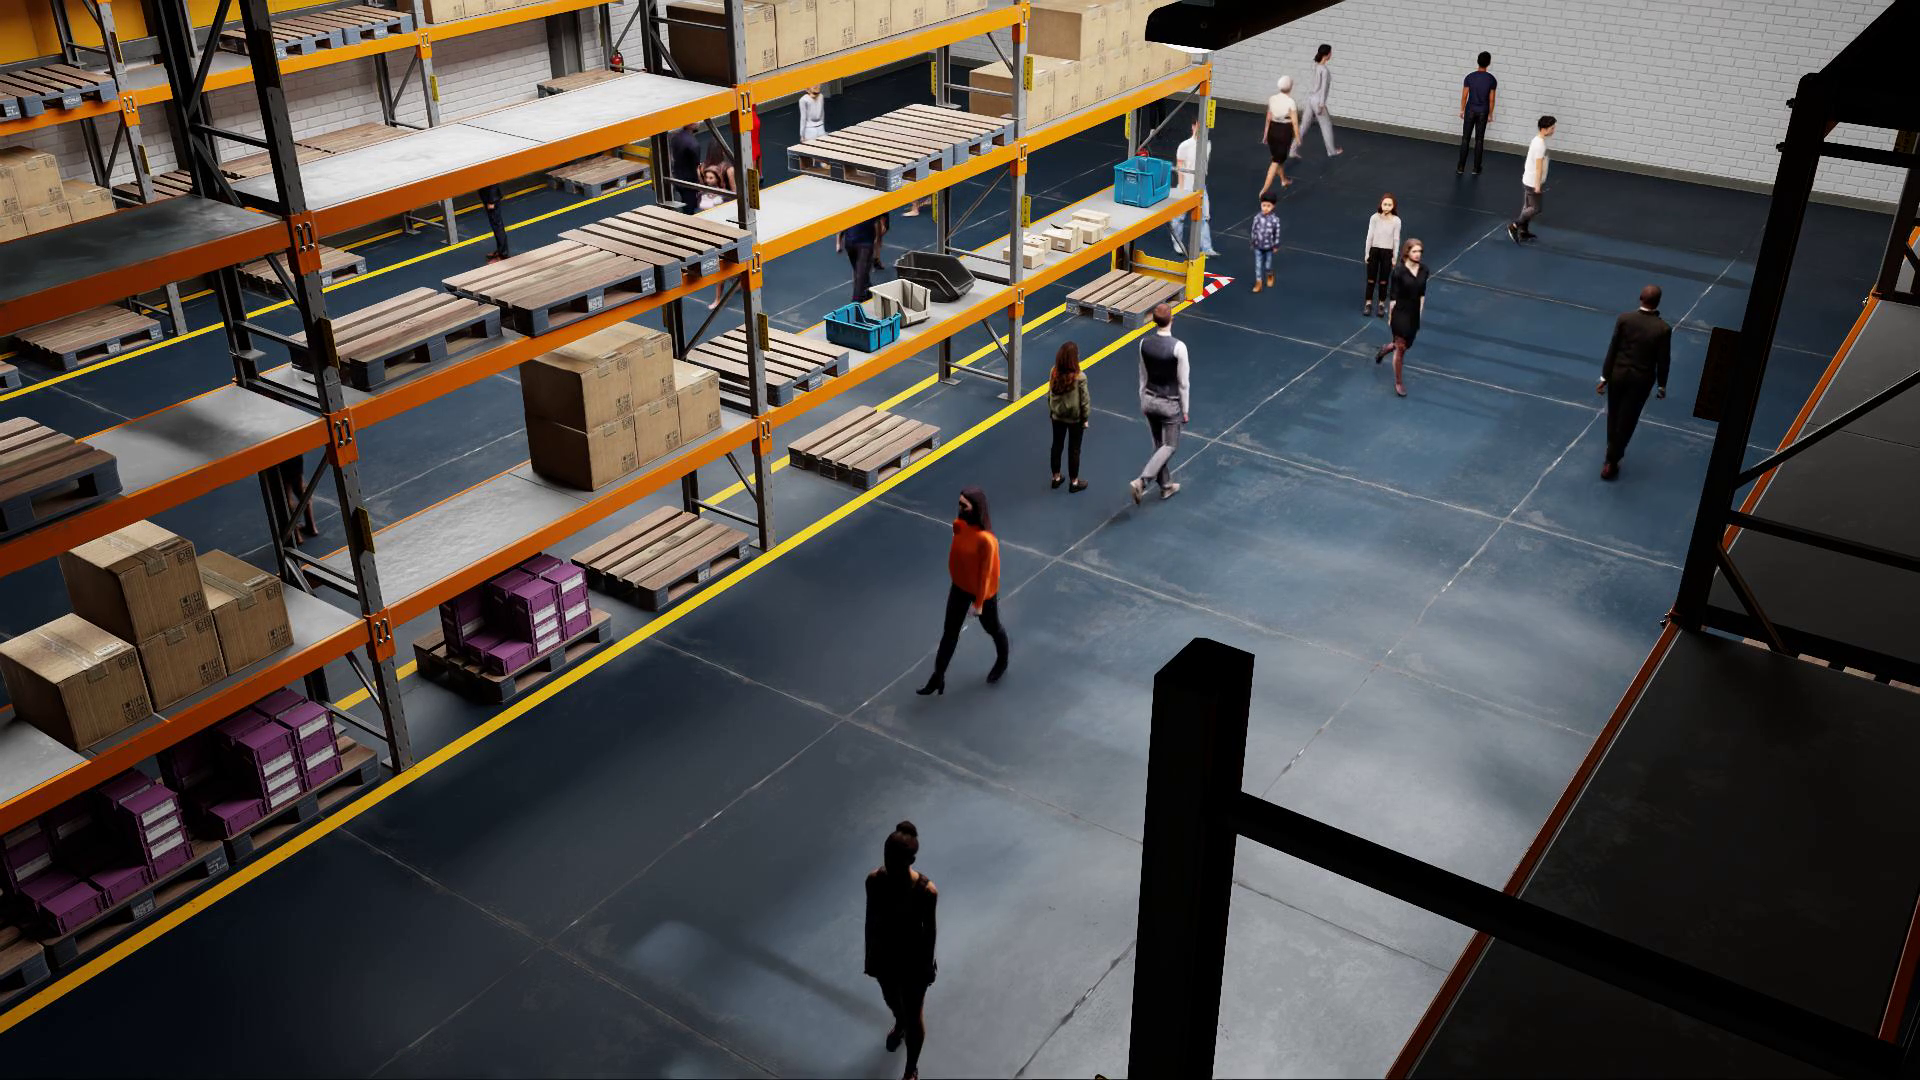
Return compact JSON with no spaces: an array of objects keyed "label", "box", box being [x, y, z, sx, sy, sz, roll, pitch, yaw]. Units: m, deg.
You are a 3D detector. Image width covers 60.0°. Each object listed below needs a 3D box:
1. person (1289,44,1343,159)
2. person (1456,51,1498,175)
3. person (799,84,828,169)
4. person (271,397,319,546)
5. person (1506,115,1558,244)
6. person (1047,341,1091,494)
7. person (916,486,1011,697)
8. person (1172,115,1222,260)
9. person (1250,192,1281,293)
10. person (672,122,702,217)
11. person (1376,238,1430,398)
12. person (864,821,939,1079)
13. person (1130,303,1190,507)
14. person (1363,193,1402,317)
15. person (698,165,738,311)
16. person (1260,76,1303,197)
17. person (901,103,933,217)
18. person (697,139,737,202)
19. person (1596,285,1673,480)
[{"label":"person","box":[5.356,-6.631,25.347,1.184,1.725,1.048,-8,30,-14]},{"label":"person","box":[7.705,-6.375,24.807,0.700,1.793,0.637,9,30,15]},{"label":"person","box":[-2.073,-5.740,23.643,0.505,1.794,0.684,-24,37,-37]},{"label":"person","box":[-5.955,-0.716,14.683,0.638,1.553,0.517,11,31,20]},{"label":"person","box":[7.539,-4.745,21.903,0.861,1.714,0.732,1,29,2]},{"label":"person","box":[1.007,-1.159,15.577,0.571,1.475,0.495,18,33,30]},{"label":"person","box":[0.181,0.376,12.523,1.156,1.706,0.829,-22,35,-34]},{"label":"person","box":[2.941,-4.558,21.443,1.134,1.824,1.091,-11,31,-19]},{"label":"person","box":[3.755,-3.668,20.420,0.539,1.242,0.646,14,31,23]},{"label":"person","box":[-3.587,-4.586,21.524,0.815,1.797,0.817,-19,34,-31]},{"label":"person","box":[4.660,-2.386,17.603,0.949,1.689,0.951,-9,30,-17]},{"label":"person","box":[-0.306,2.232,9.144,0.683,1.681,0.838,10,30,18]},{"label":"person","box":[1.802,-1.199,15.193,0.752,1.912,1.032,23,36,36]},{"label":"person","box":[4.970,-3.380,19.639,0.574,1.484,0.550,10,30,18]},{"label":"person","box":[-2.874,-3.651,19.892,0.634,1.717,0.921,15,32,26]},{"label":"person","box":[4.466,-5.646,23.554,1.123,1.714,0.785,-23,36,-36]},{"label":"person","box":[-0.627,-5.302,23.087,0.916,1.557,0.785,3,29,5]},{"label":"person","box":[-3.008,-4.171,20.853,0.747,1.711,0.747,5,29,9]},{"label":"person","box":[6.310,-1.458,15.705,0.744,1.877,0.990,20,34,32]}]
